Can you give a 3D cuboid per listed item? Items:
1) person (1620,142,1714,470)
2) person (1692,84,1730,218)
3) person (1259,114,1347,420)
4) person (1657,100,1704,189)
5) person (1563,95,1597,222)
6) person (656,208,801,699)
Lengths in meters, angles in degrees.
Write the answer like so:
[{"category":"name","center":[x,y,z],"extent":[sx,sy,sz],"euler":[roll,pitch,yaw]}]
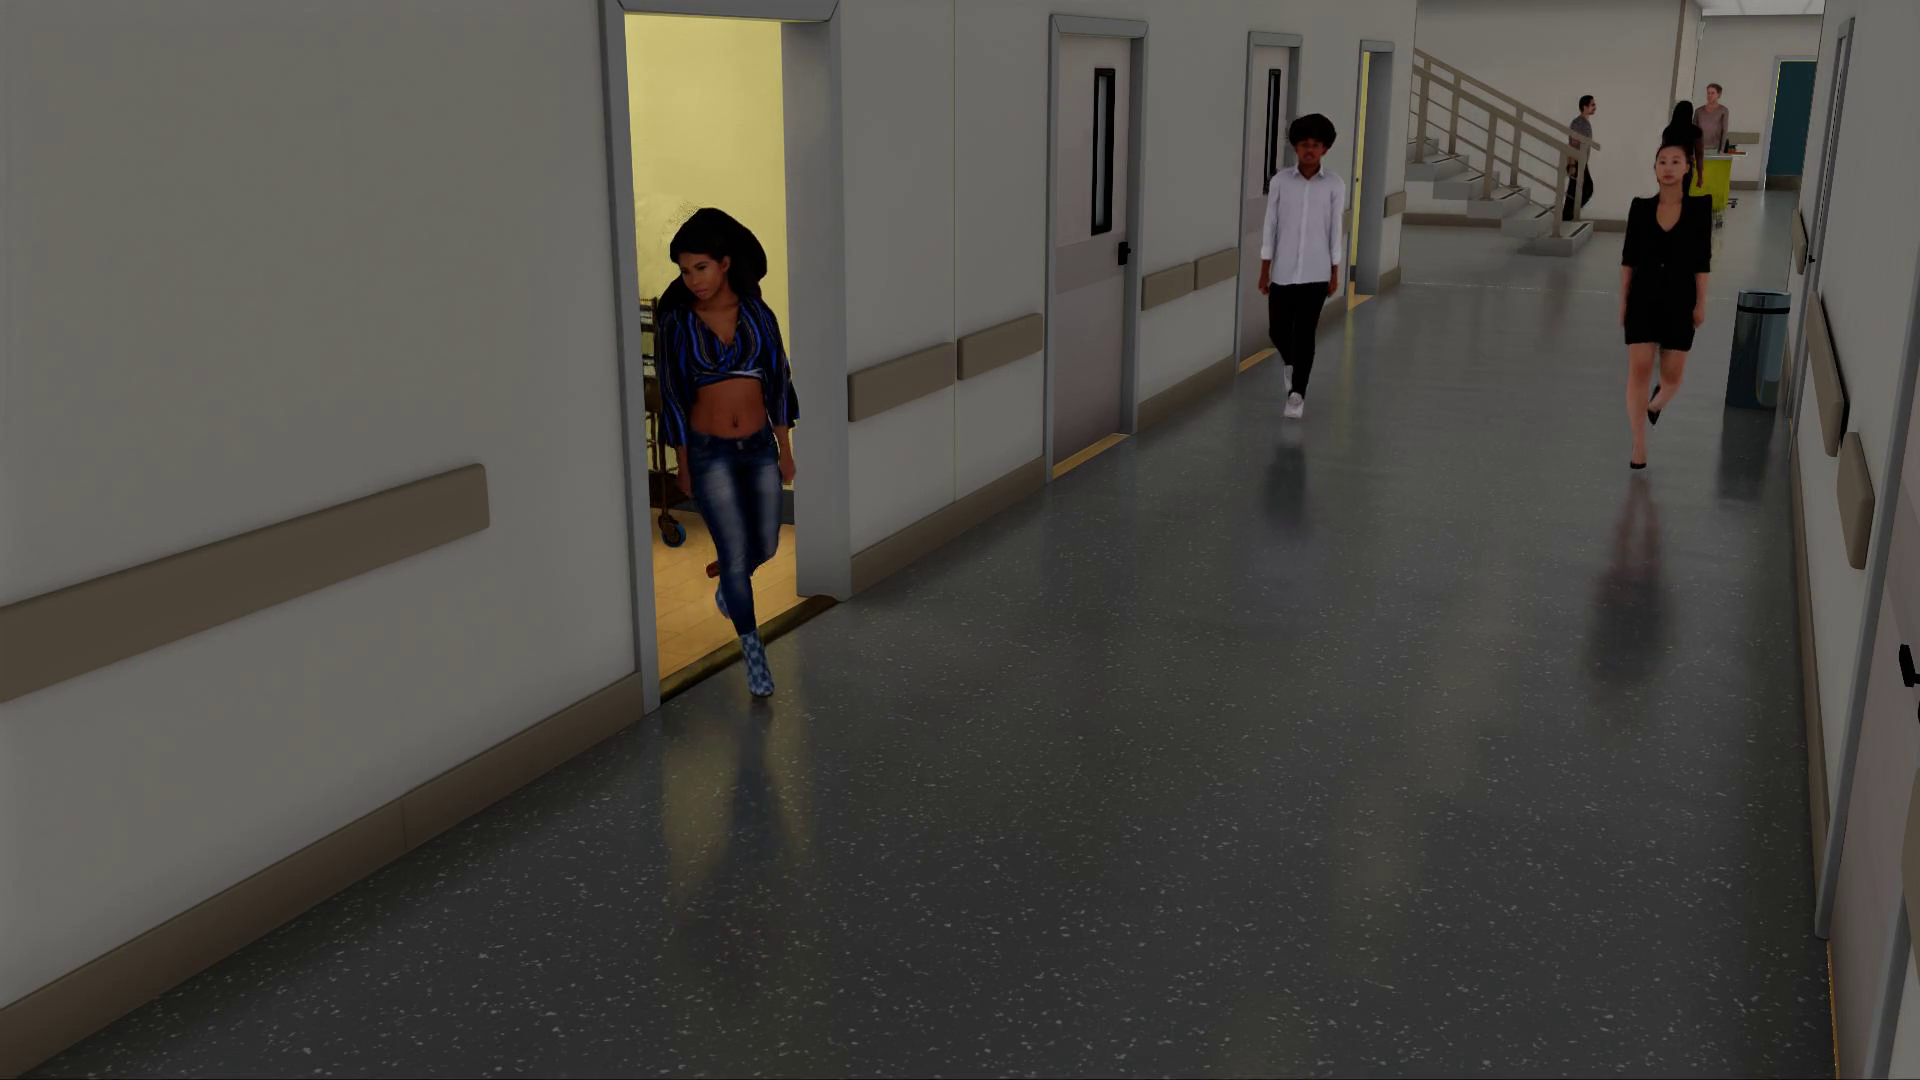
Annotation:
[{"category":"person","center":[3.694,-1.214,8.741],"extent":[0.834,1.677,0.645],"euler":[7,17,24]},{"category":"person","center":[10.658,-5.549,23.751],"extent":[0.591,1.875,0.765],"euler":[11,19,33]},{"category":"person","center":[2.068,-1.660,10.118],"extent":[0.996,1.788,0.766],"euler":[5,16,16]},{"category":"person","center":[8.305,-4.201,19.302],"extent":[0.975,1.695,0.847],"euler":[14,21,41]},{"category":"person","center":[7.889,-4.835,21.457],"extent":[0.616,1.746,0.650],"euler":[8,18,27]},{"category":"person","center":[-0.790,-0.289,5.585],"extent":[0.940,1.609,1.010],"euler":[-7,17,-23]}]
